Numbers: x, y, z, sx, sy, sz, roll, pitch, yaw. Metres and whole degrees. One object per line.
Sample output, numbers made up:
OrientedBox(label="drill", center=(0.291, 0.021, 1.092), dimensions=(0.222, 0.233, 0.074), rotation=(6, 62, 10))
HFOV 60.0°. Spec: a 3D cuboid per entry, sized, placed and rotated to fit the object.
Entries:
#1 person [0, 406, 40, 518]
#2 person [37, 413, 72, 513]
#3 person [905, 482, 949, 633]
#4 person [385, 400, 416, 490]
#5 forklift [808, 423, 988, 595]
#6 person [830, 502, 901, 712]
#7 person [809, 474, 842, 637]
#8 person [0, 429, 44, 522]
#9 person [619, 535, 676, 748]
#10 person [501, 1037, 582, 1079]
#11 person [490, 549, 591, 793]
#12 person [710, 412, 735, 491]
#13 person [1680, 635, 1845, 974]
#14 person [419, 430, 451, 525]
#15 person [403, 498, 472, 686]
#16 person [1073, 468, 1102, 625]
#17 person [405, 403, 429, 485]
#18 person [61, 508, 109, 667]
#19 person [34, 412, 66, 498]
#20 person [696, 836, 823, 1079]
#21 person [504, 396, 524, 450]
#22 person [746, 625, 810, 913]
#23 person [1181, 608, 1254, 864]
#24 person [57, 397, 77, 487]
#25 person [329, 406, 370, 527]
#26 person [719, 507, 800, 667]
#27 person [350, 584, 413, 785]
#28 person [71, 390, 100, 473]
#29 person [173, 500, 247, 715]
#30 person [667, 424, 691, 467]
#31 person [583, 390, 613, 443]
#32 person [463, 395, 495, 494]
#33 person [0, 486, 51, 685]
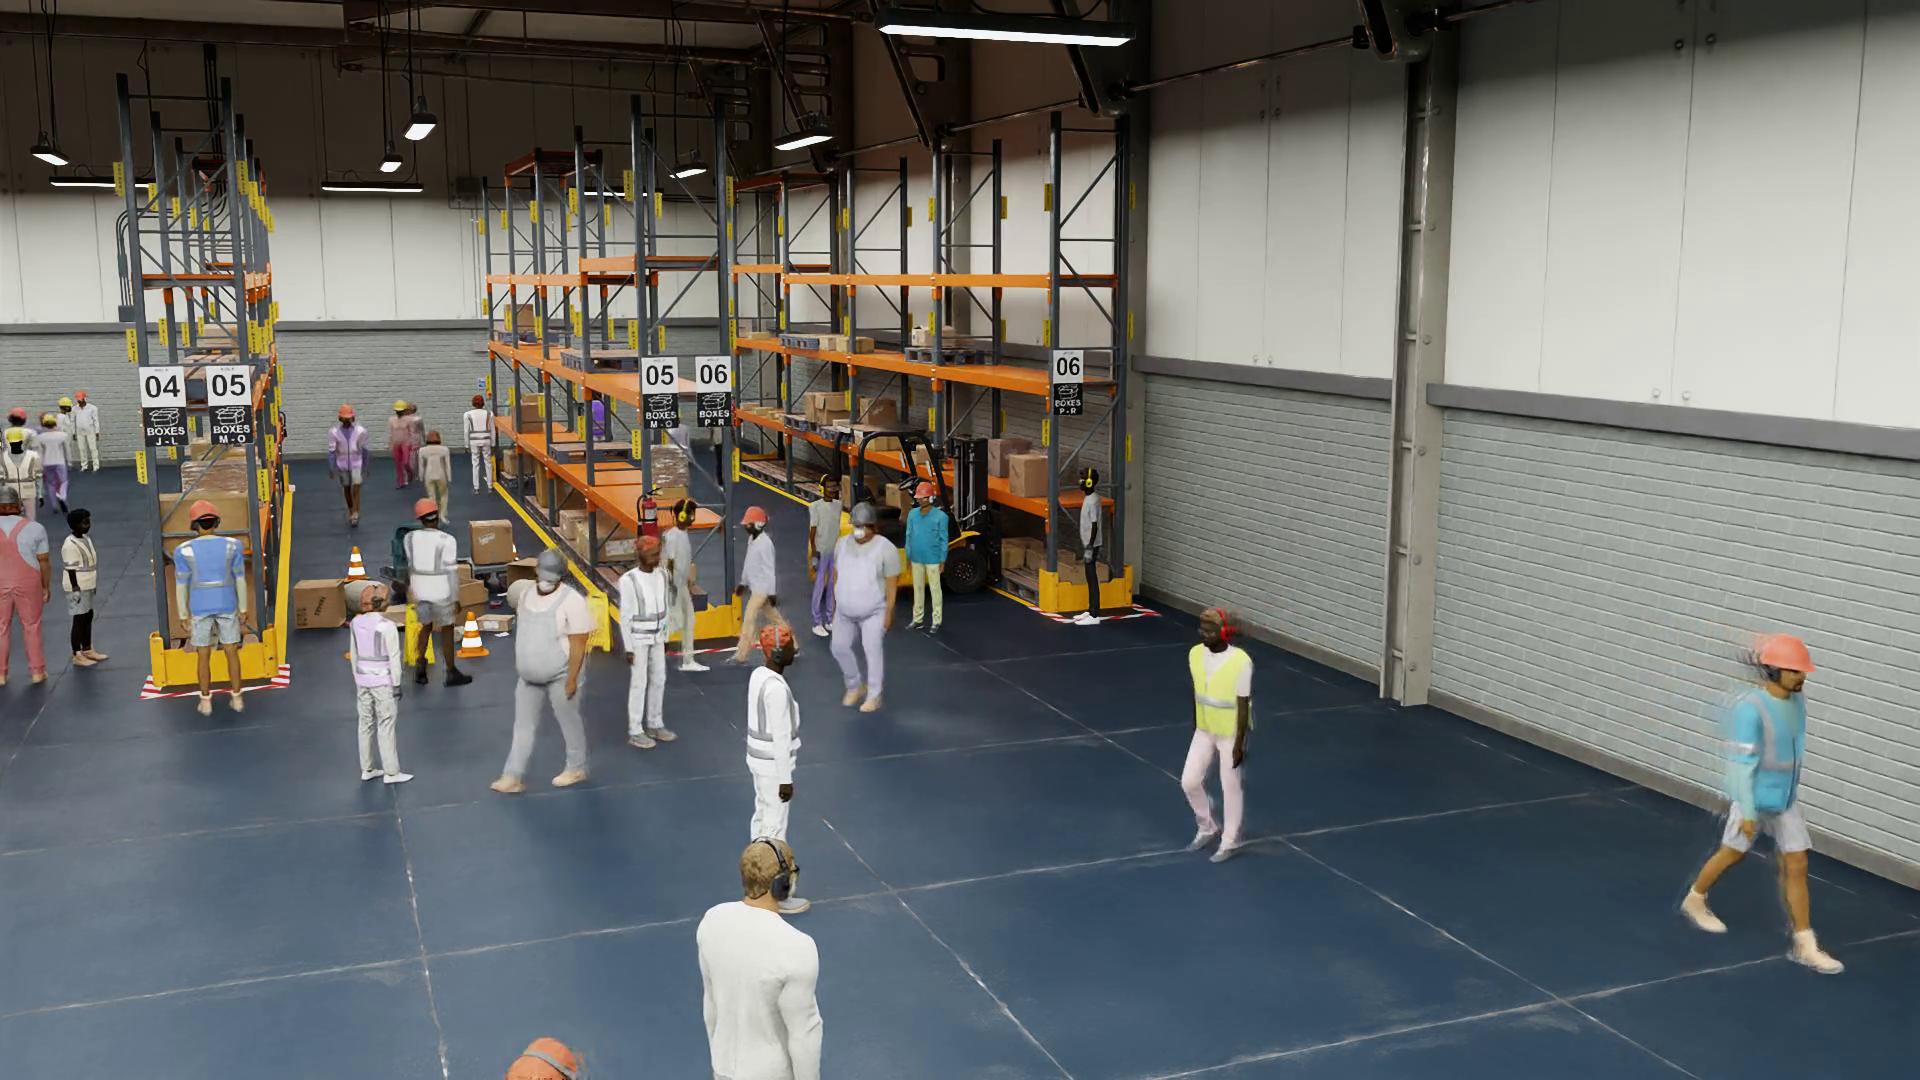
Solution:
OrientedBox(label="person", center=(-15.347, -1.164, 27.073), dimensions=(0.646, 2.012, 0.776), rotation=(-2, 9, -14))
OrientedBox(label="person", center=(-15.695, -1.316, 28.813), dimensions=(0.536, 1.749, 0.535), rotation=(-4, 10, -22))
OrientedBox(label="person", center=(-0.401, 0.197, 19.308), dimensions=(0.564, 1.751, 0.330), rotation=(5, 10, 29))
OrientedBox(label="person", center=(-10.791, -1.831, 32.092), dimensions=(0.561, 1.744, 0.448), rotation=(1, 9, 6))
OrientedBox(label="forklift", center=(-0.830, -0.399, 21.676), dimensions=(2.313, 2.155, 1.214), rotation=(-4, 10, -21))
OrientedBox(label="person", center=(-0.925, 0.624, 15.717), dimensions=(0.713, 2.000, 0.538), rotation=(4, 10, 25))
OrientedBox(label="person", center=(-1.513, 0.163, 19.153), dimensions=(0.327, 1.874, 0.521), rotation=(8, 12, 41))
OrientedBox(label="person", center=(-13.628, -0.655, 24.127), dimensions=(0.594, 1.924, 0.382), rotation=(-4, 10, -25))
OrientedBox(label="person", center=(-2.754, 0.882, 14.629), dimensions=(0.362, 1.874, 0.597), rotation=(6, 11, 33))
OrientedBox(label="person", center=(-1.157, 2.395, 5.165), dimensions=(0.652, 1.861, 0.405), rotation=(-4, 10, -23))
OrientedBox(label="person", center=(-3.340, 1.024, 13.202), dimensions=(0.717, 2.000, 0.940), rotation=(5, 10, 28))
OrientedBox(label="person", center=(-4.541, -1.838, 31.815), dimensions=(0.531, 1.856, 0.391), rotation=(-4, 10, -22))
OrientedBox(label="person", center=(4.894, 1.539, 10.113), dimensions=(0.622, 1.996, 1.064), rotation=(-5, 10, -27))
OrientedBox(label="person", center=(-8.608, -1.008, 27.310), dimensions=(0.521, 1.610, 0.623), rotation=(-2, 9, -10))
OrientedBox(label="person", center=(-5.292, 0.537, 16.682), dimensions=(0.620, 1.909, 0.464), rotation=(2, 9, 11))
OrientedBox(label="person", center=(1.523, 0.074, 19.719), dimensions=(0.329, 1.873, 0.512), rotation=(0, 9, 3))
OrientedBox(label="person", center=(-10.854, -1.915, 33.089), dimensions=(0.520, 1.601, 0.816), rotation=(2, 9, 14))
OrientedBox(label="person", center=(-9.303, 0.501, 17.606), dimensions=(0.322, 1.685, 0.542), rotation=(-1, 9, -8))
OrientedBox(label="person", center=(-16.927, -1.581, 30.910), dimensions=(0.421, 1.617, 0.510), rotation=(6, 11, 32))
OrientedBox(label="person", center=(-0.792, 2.125, 6.642), dimensions=(0.625, 1.931, 0.380), rotation=(7, 12, 39))
OrientedBox(label="person", center=(-10.078, -2.661, 37.777), dimensions=(0.545, 1.596, 0.805), rotation=(-2, 9, -13))
OrientedBox(label="person", center=(-1.208, 1.479, 10.833), dimensions=(0.354, 1.881, 0.576), rotation=(-3, 10, -21))
OrientedBox(label="person", center=(1.818, 1.376, 11.672), dimensions=(0.470, 1.828, 0.589), rotation=(-8, 12, -41))
OrientedBox(label="person", center=(-17.539, -1.916, 32.629), dimensions=(0.383, 1.756, 0.536), rotation=(-2, 9, -15))
OrientedBox(label="person", center=(-10.152, -1.246, 27.650), dimensions=(0.622, 1.998, 1.063), rotation=(-3, 9, -16))
OrientedBox(label="person", center=(-2.112, 0.479, 17.698), dimensions=(0.907, 1.707, 0.572), rotation=(-3, 9, -18))
OrientedBox(label="person", center=(-4.742, 1.173, 13.532), dimensions=(0.514, 1.636, 0.315), rotation=(5, 10, 28))
OrientedBox(label="person", center=(-18.354, -2.268, 34.877), dimensions=(0.573, 1.738, 0.352), rotation=(-1, 9, -5))
OrientedBox(label="person", center=(-7.050, 0.636, 15.672), dimensions=(0.610, 2.034, 0.409), rotation=(-5, 10, -30))
OrientedBox(label="person", center=(-5.126, -1.430, 29.357), dimensions=(0.732, 1.808, 0.620), rotation=(8, 12, 39))
OrientedBox(label="person", center=(-7.374, -2.160, 33.865), dimensions=(0.637, 1.842, 0.429), rotation=(-5, 10, -29))
OrientedBox(label="person", center=(-9.111, -1.817, 31.574), dimensions=(0.574, 1.884, 0.357), rotation=(-3, 10, -19))
OrientedBox(label="person", center=(-9.584, 0.443, 16.858), dimensions=(0.684, 2.000, 0.535), rotation=(-4, 10, -26))
